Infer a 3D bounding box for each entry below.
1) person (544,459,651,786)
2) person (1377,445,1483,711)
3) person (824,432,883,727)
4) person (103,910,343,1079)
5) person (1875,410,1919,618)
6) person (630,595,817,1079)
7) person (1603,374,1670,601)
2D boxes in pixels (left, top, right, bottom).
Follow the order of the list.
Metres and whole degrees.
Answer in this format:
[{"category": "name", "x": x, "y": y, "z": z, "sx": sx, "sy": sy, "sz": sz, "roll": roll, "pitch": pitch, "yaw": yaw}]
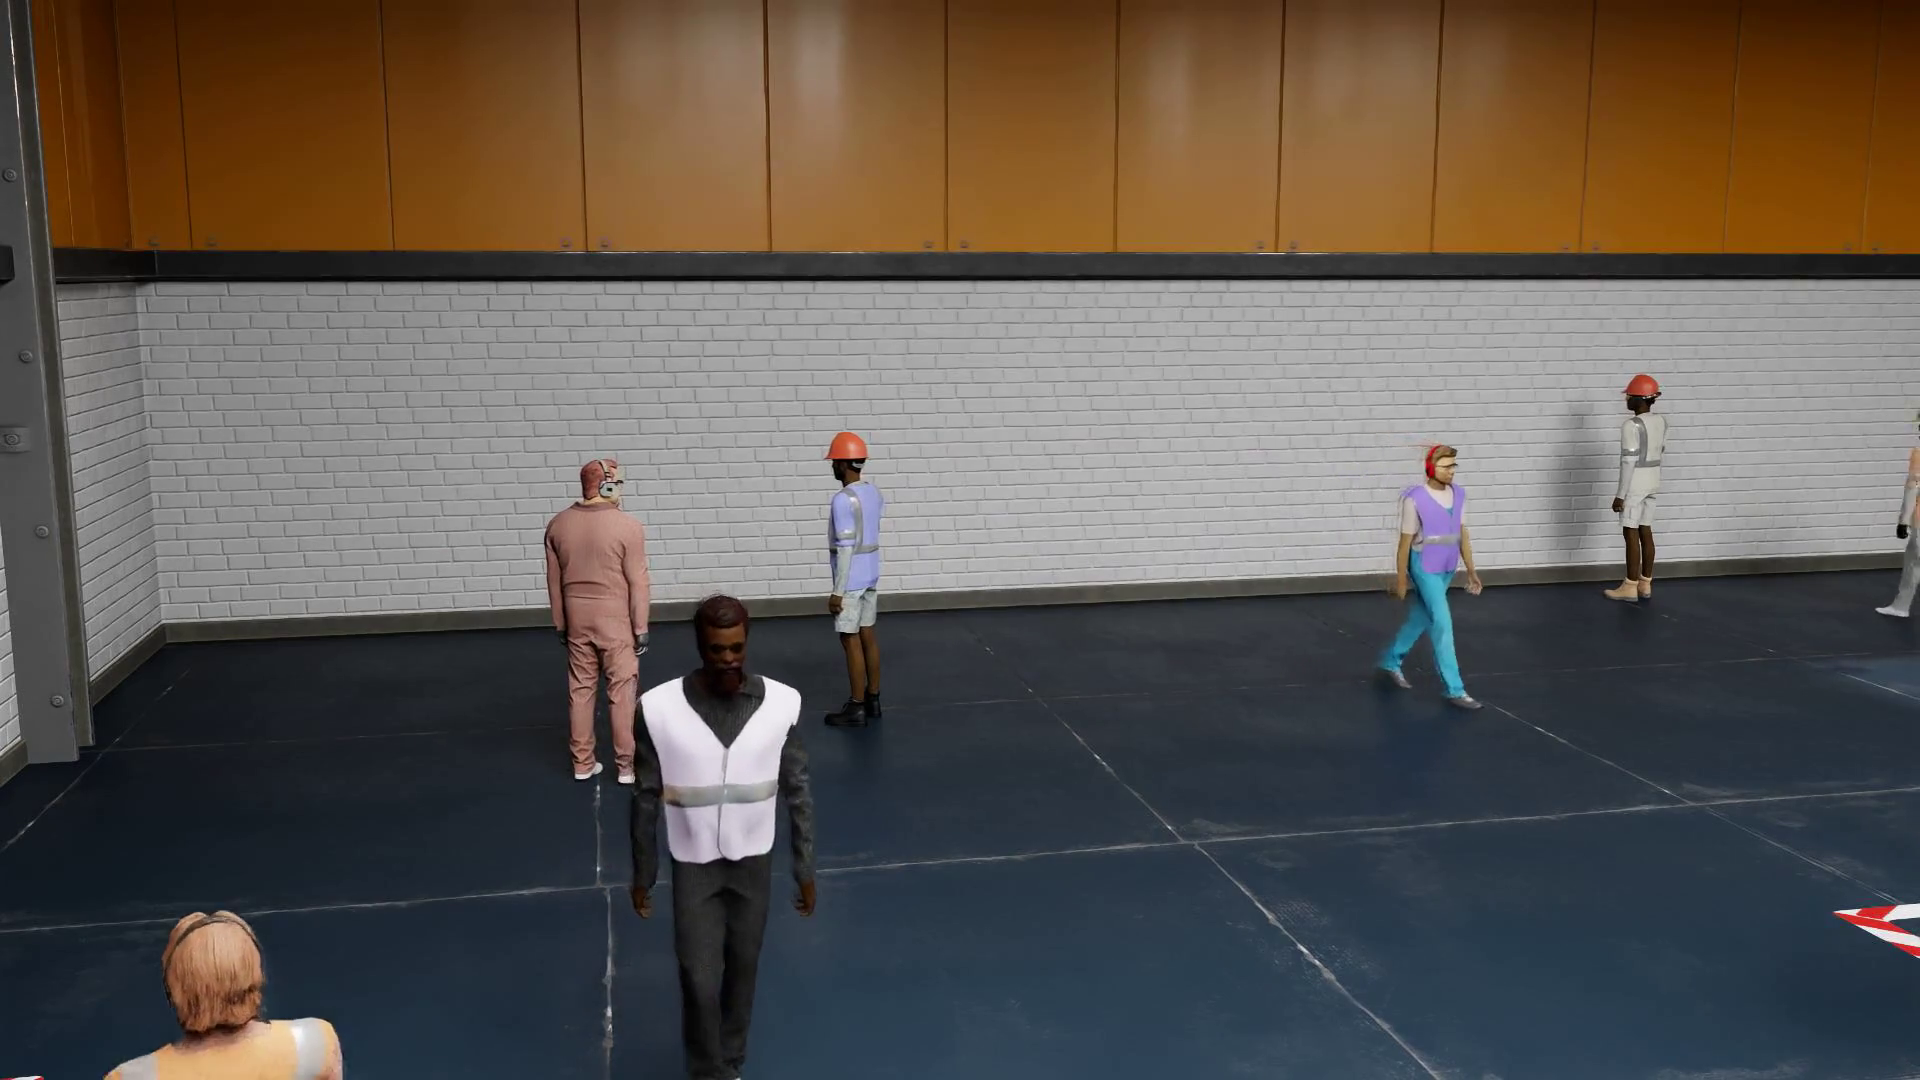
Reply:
[{"category": "person", "x": -2.071, "y": 0.478, "z": 9.680, "sx": 0.642, "sy": 1.905, "sz": 0.399, "roll": 3, "pitch": 10, "yaw": 20}, {"category": "person", "x": 3.278, "y": 0.223, "z": 11.581, "sx": 0.573, "sy": 1.801, "sz": 0.978, "roll": -8, "pitch": 12, "yaw": -39}, {"category": "person", "x": -0.721, "y": 0.258, "z": 10.918, "sx": 0.369, "sy": 1.935, "sz": 0.552, "roll": 4, "pitch": 10, "yaw": 22}, {"category": "person", "x": -1.571, "y": 1.612, "z": 3.660, "sx": 0.525, "sy": 1.610, "sz": 0.751, "roll": -6, "pitch": 11, "yaw": -32}, {"category": "person", "x": 8.181, "y": -0.216, "z": 13.948, "sx": 0.598, "sy": 1.897, "sz": 0.878, "roll": -5, "pitch": 11, "yaw": -29}, {"category": "person", "x": -0.786, "y": 1.134, "z": 5.681, "sx": 0.629, "sy": 1.895, "sz": 0.692, "roll": -3, "pitch": 10, "yaw": -19}, {"category": "person", "x": 6.106, "y": -0.469, "z": 15.018, "sx": 0.607, "sy": 2.048, "sz": 0.368, "roll": -7, "pitch": 12, "yaw": -38}]
